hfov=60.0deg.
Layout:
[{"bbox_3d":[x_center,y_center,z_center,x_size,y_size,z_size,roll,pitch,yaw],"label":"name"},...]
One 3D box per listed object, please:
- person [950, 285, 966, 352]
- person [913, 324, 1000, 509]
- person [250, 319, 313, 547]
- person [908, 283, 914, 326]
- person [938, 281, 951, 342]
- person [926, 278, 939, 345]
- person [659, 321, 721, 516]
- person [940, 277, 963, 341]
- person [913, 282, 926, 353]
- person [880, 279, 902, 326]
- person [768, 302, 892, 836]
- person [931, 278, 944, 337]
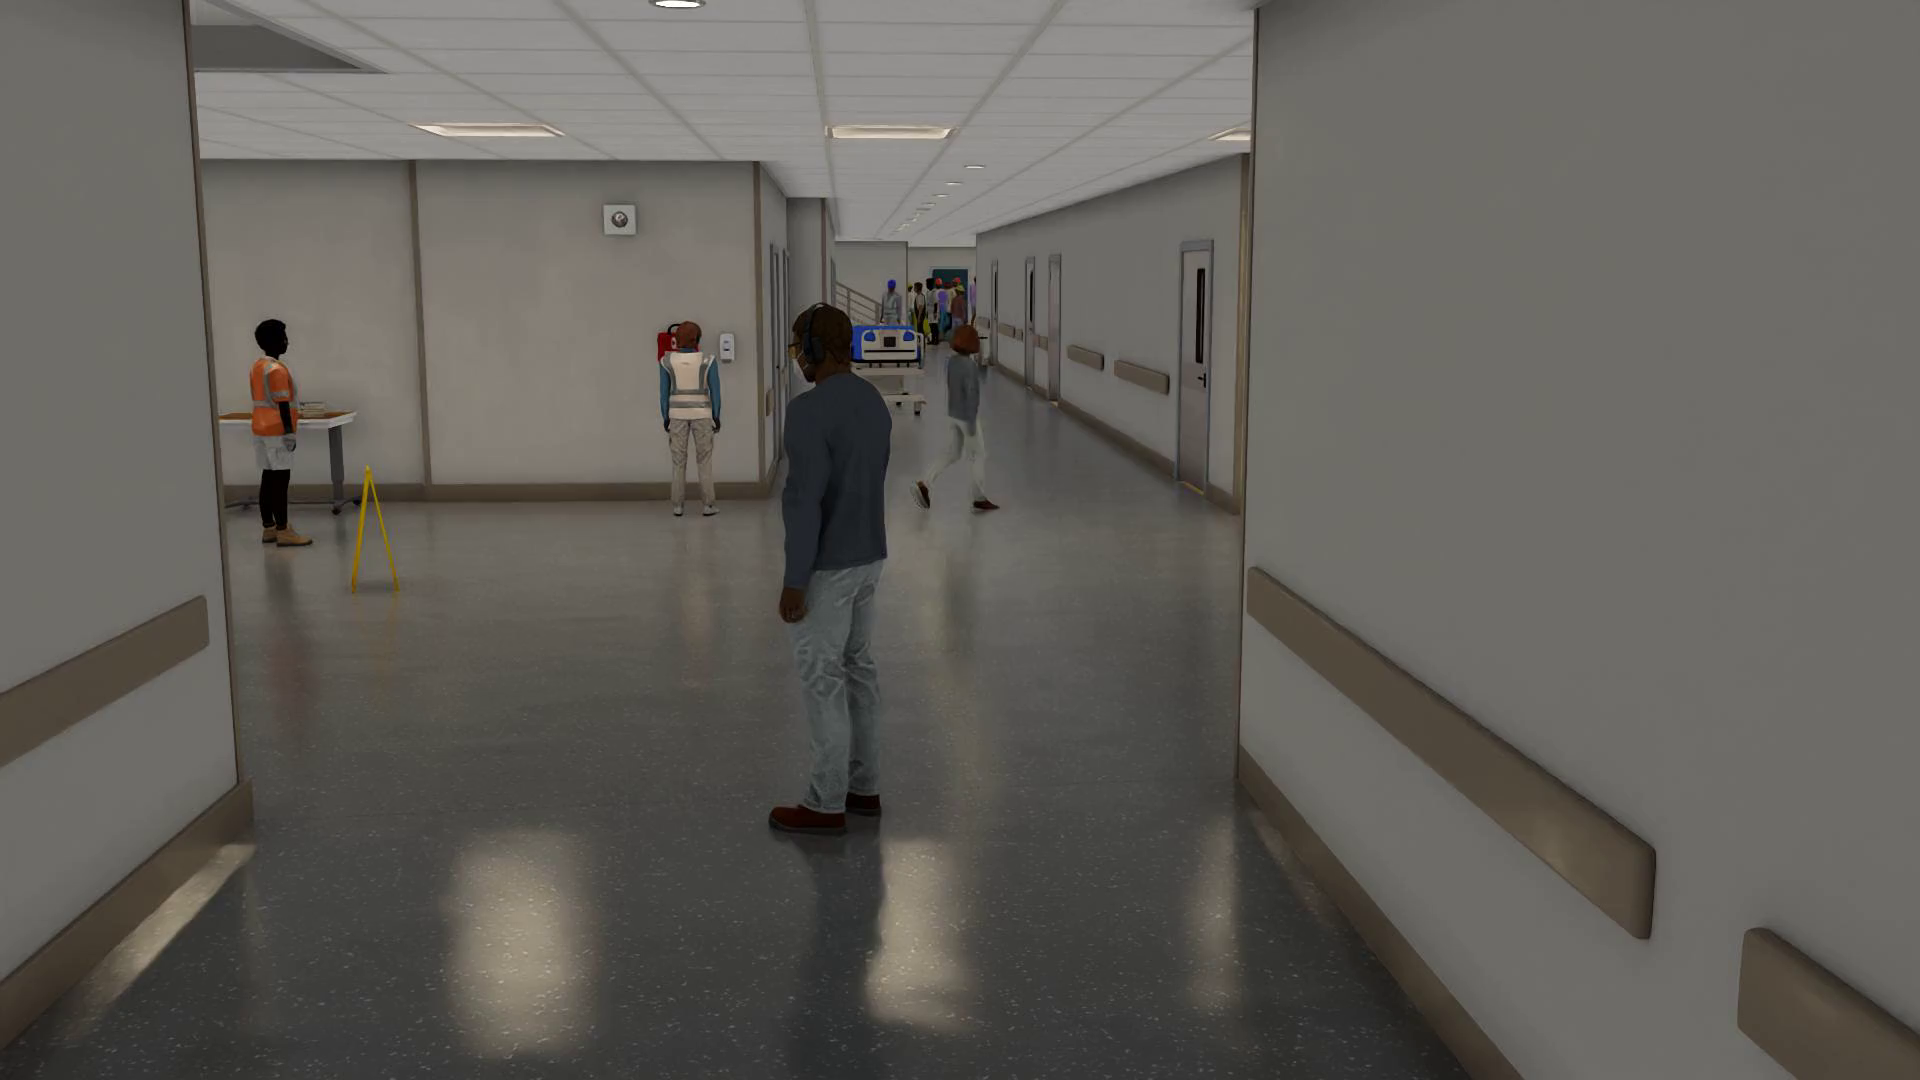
[{"bbox_3d":[-0.026,-5.843,43.917,0.328,1.765,0.532,-8,12,-41],"label":"person"},{"bbox_3d":[-0.028,-1.039,14.264,0.721,1.620,0.513,-4,10,-25],"label":"person"},{"bbox_3d":[-5.110,-0.798,12.442,0.320,1.698,0.531,-8,12,-42],"label":"person"},{"bbox_3d":[-1.694,-7.785,56.101,0.322,1.765,0.533,3,9,18],"label":"person"},{"bbox_3d":[-0.429,-6.934,50.547,0.565,1.839,0.382,7,11,37],"label":"person"},{"bbox_3d":[-0.814,-6.590,48.037,0.393,1.953,0.615,-4,10,-23],"label":"person"},{"bbox_3d":[-2.258,-1.011,13.959,0.514,1.641,0.307,0,9,1],"label":"person"},{"bbox_3d":[-0.226,-6.801,49.322,0.684,1.965,0.610,-9,12,-43],"label":"person"},{"bbox_3d":[-1.056,-5.811,43.446,0.326,1.843,0.515,1,9,4],"label":"person"},{"bbox_3d":[-1.753,-5.820,43.283,0.630,1.916,0.663,6,11,33],"label":"person"},{"bbox_3d":[-0.462,0.104,6.080,0.388,1.927,0.640,4,10,22],"label":"person"},{"bbox_3d":[-0.710,-7.600,54.444,0.542,1.928,0.399,-3,10,-21],"label":"person"}]
